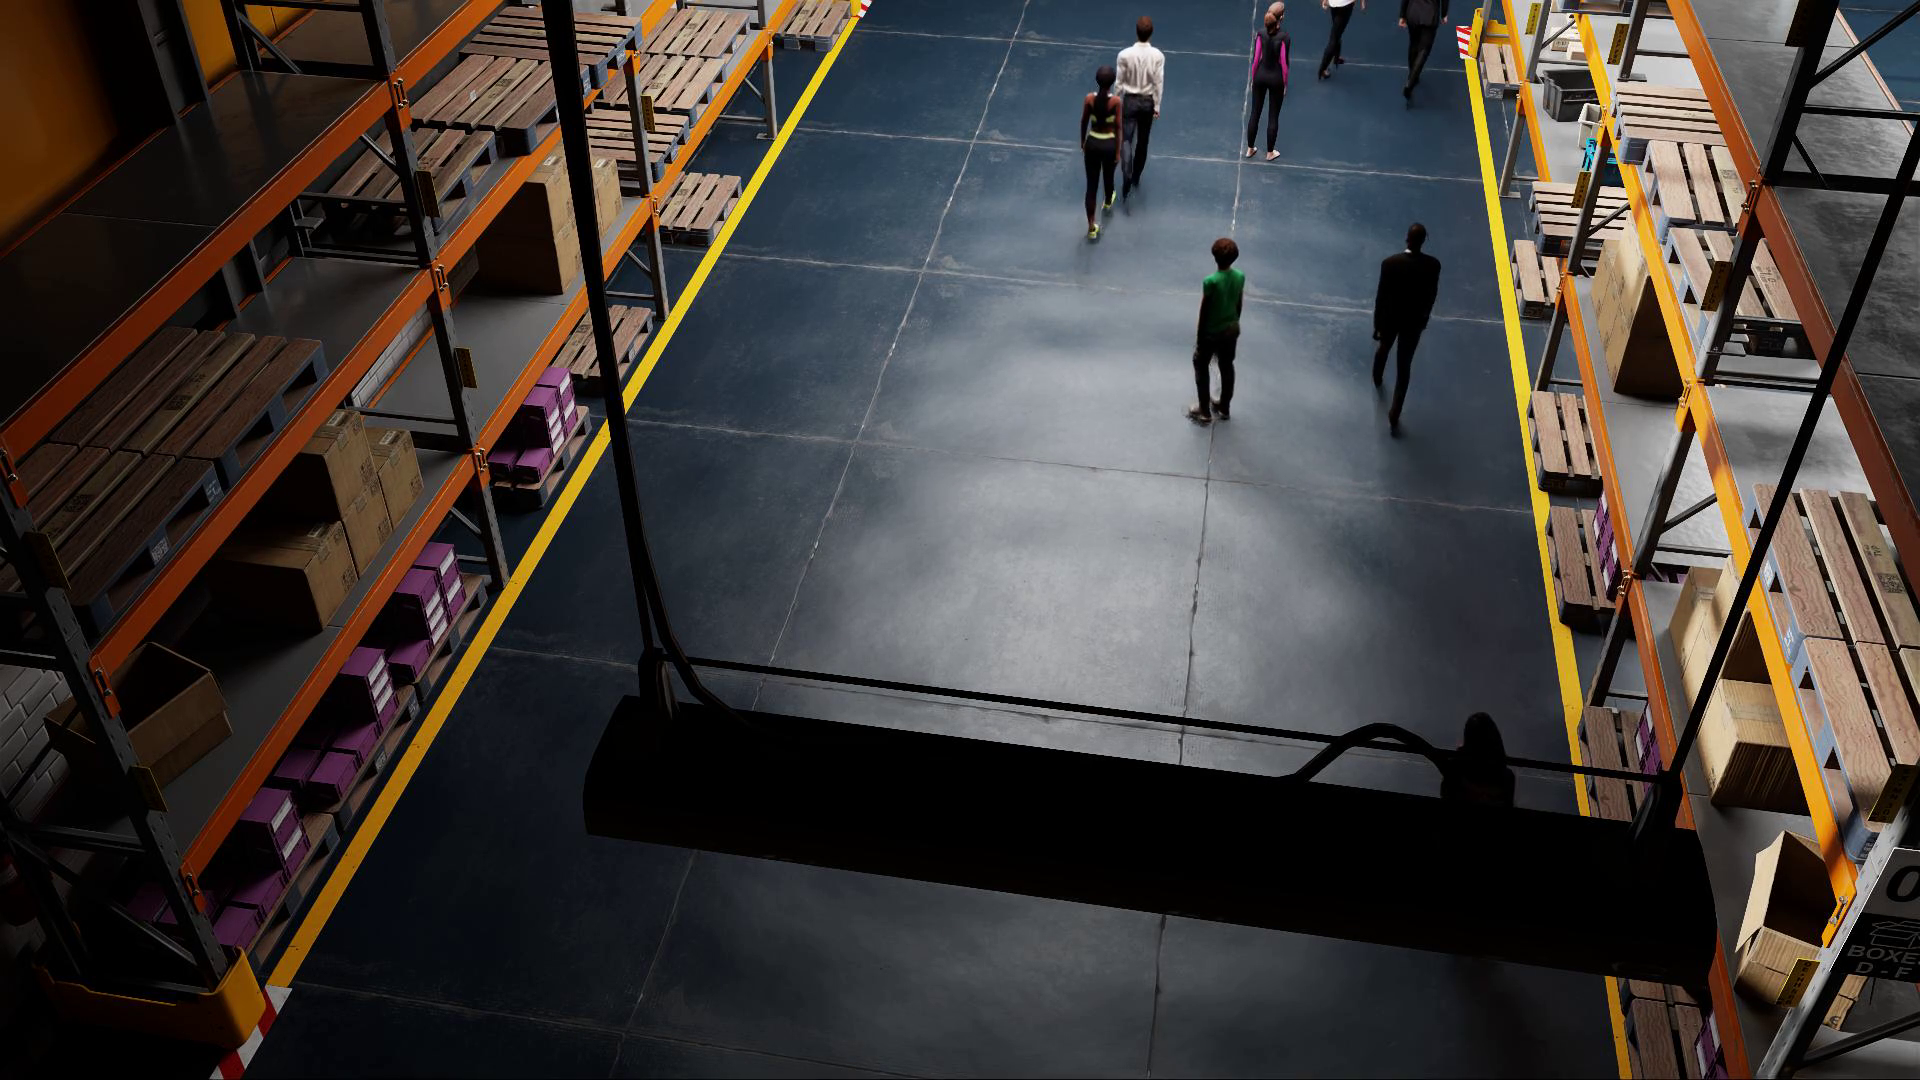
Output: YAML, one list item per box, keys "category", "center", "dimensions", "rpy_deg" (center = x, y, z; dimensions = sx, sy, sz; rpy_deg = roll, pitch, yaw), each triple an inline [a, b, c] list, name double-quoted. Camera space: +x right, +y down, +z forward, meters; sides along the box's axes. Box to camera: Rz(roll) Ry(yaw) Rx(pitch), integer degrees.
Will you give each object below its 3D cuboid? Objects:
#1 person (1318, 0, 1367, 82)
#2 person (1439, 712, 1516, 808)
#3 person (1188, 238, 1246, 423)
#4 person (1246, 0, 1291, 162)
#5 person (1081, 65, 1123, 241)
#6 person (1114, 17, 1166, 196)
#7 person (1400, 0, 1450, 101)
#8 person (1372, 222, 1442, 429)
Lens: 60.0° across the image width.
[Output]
- category: "person"
  center: [4.442, -6.285, 19.652]
  dimensions: [1.009, 1.772, 0.919]
  rpy_deg: [-28, 46, -30]
- category: "person"
  center: [3.006, 1.702, 9.774]
  dimensions: [0.763, 1.618, 0.769]
  rpy_deg: [-27, 46, -30]
- category: "person"
  center: [2.215, -1.757, 14.092]
  dimensions: [0.736, 1.634, 0.791]
  rpy_deg: [-18, 42, -21]
- category: "person"
  center: [3.347, -4.975, 18.027]
  dimensions: [0.621, 1.752, 0.648]
  rpy_deg: [17, 42, 20]
- category: "person"
  center: [1.386, -3.835, 16.634]
  dimensions: [0.623, 1.709, 1.095]
  rpy_deg: [9, 39, 11]
- category: "person"
  center: [1.856, -4.475, 17.320]
  dimensions: [0.751, 1.852, 1.063]
  rpy_deg: [2, 39, 3]
- category: "person"
  center: [5.369, -6.050, 19.289]
  dimensions: [0.927, 1.857, 1.258]
  rpy_deg: [17, 42, 20]
- category: "person"
  center: [3.748, -1.783, 14.031]
  dimensions: [0.659, 1.750, 1.167]
  rpy_deg: [7, 39, 8]
